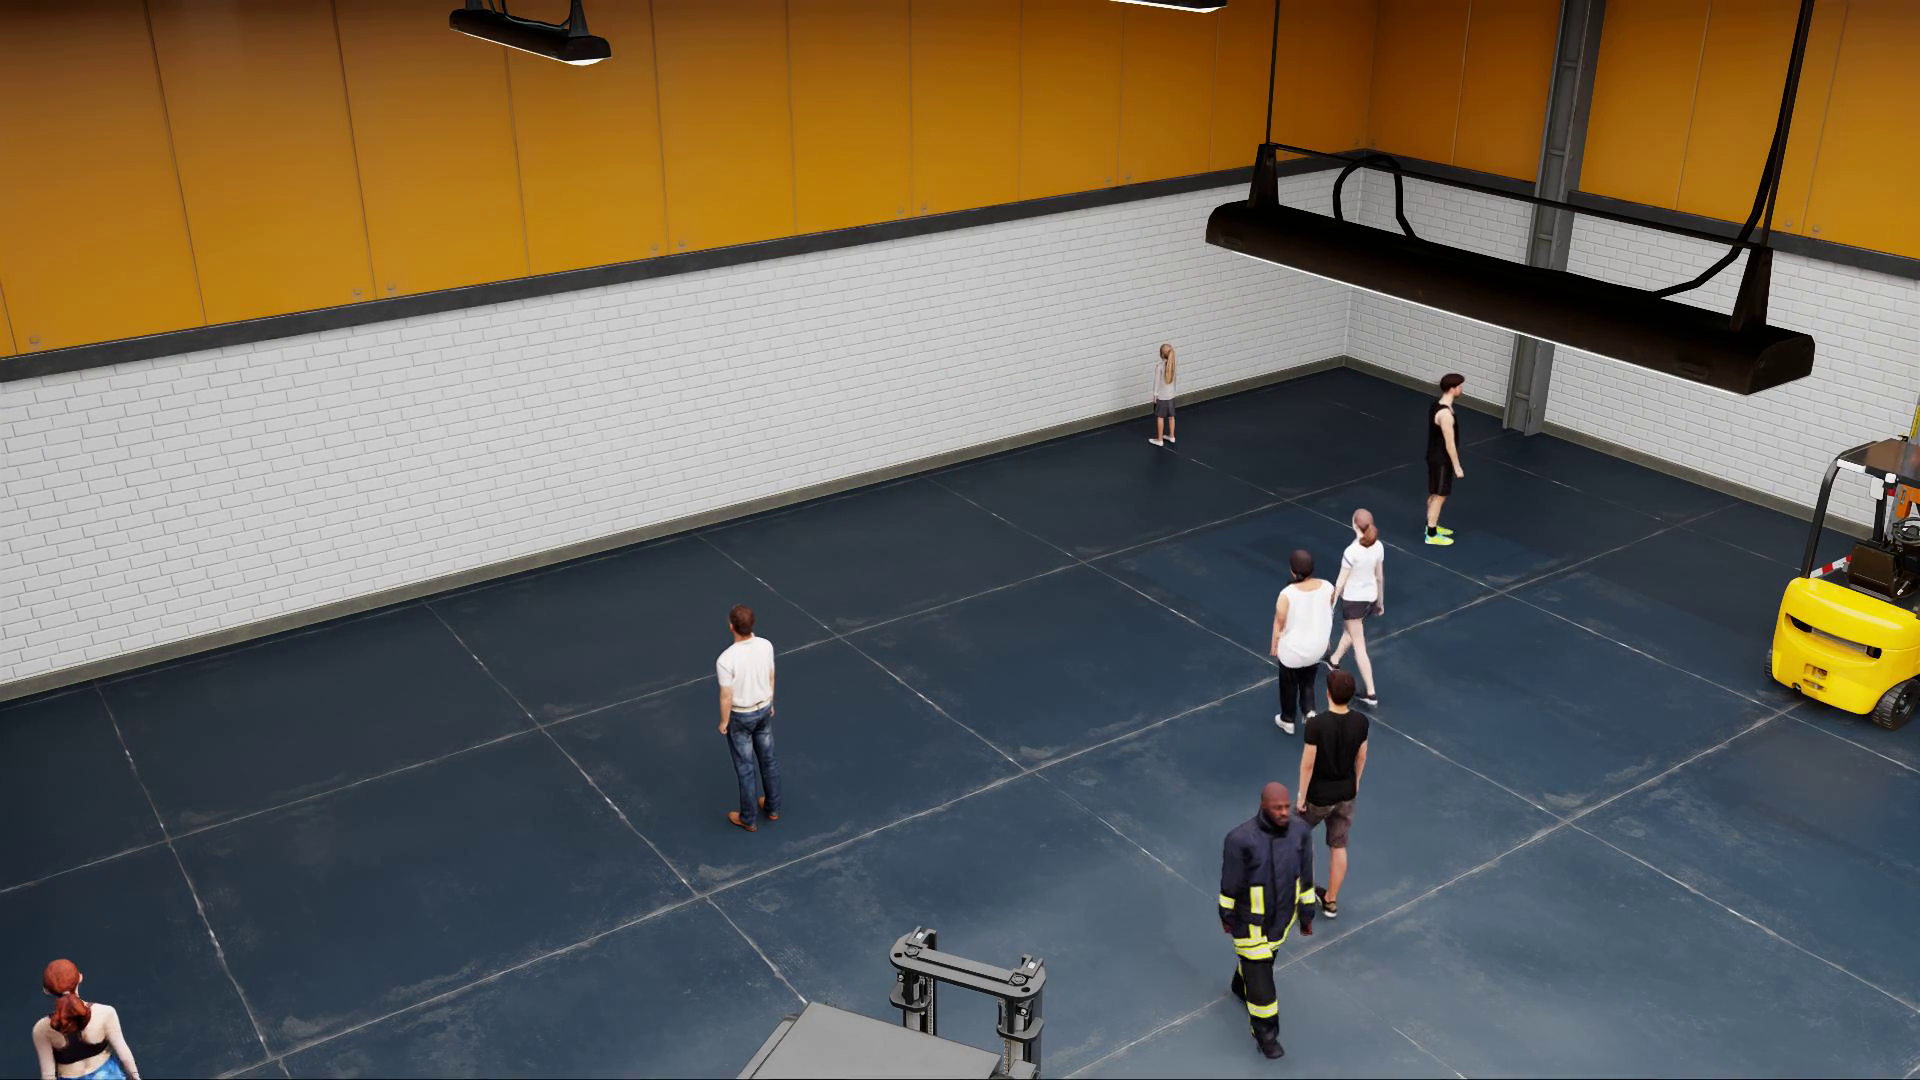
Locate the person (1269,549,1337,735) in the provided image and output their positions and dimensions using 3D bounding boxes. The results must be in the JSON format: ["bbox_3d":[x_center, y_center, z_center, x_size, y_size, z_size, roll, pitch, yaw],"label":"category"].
[{"bbox_3d":[2.868,0.878,13.911,0.756,1.681,0.740,-6,24,-14],"label":"person"}]

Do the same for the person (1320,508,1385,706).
[{"bbox_3d":[3.516,0.612,14.495,0.711,1.700,1.186,-12,26,-25],"label":"person"}]

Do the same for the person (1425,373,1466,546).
[{"bbox_3d":[5.074,-0.853,17.610,0.878,1.889,0.803,2,24,5],"label":"person"}]

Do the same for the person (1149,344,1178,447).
[{"bbox_3d":[2.539,-1.810,20.567,0.495,1.274,0.509,-16,28,-33],"label":"person"}]

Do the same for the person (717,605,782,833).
[{"bbox_3d":[-1.593,1.339,12.636,0.683,1.856,0.607,-20,30,-38],"label":"person"}]

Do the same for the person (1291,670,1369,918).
[{"bbox_3d":[2.603,1.806,11.584,0.846,1.844,0.924,-5,24,-11],"label":"person"}]

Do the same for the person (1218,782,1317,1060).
[{"bbox_3d":[1.890,2.278,10.570,0.918,1.792,1.149,-8,25,-18],"label":"person"}]

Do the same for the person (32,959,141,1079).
[{"bbox_3d":[-4.606,3.041,8.843,0.652,1.775,0.690,-10,26,-22],"label":"person"}]
